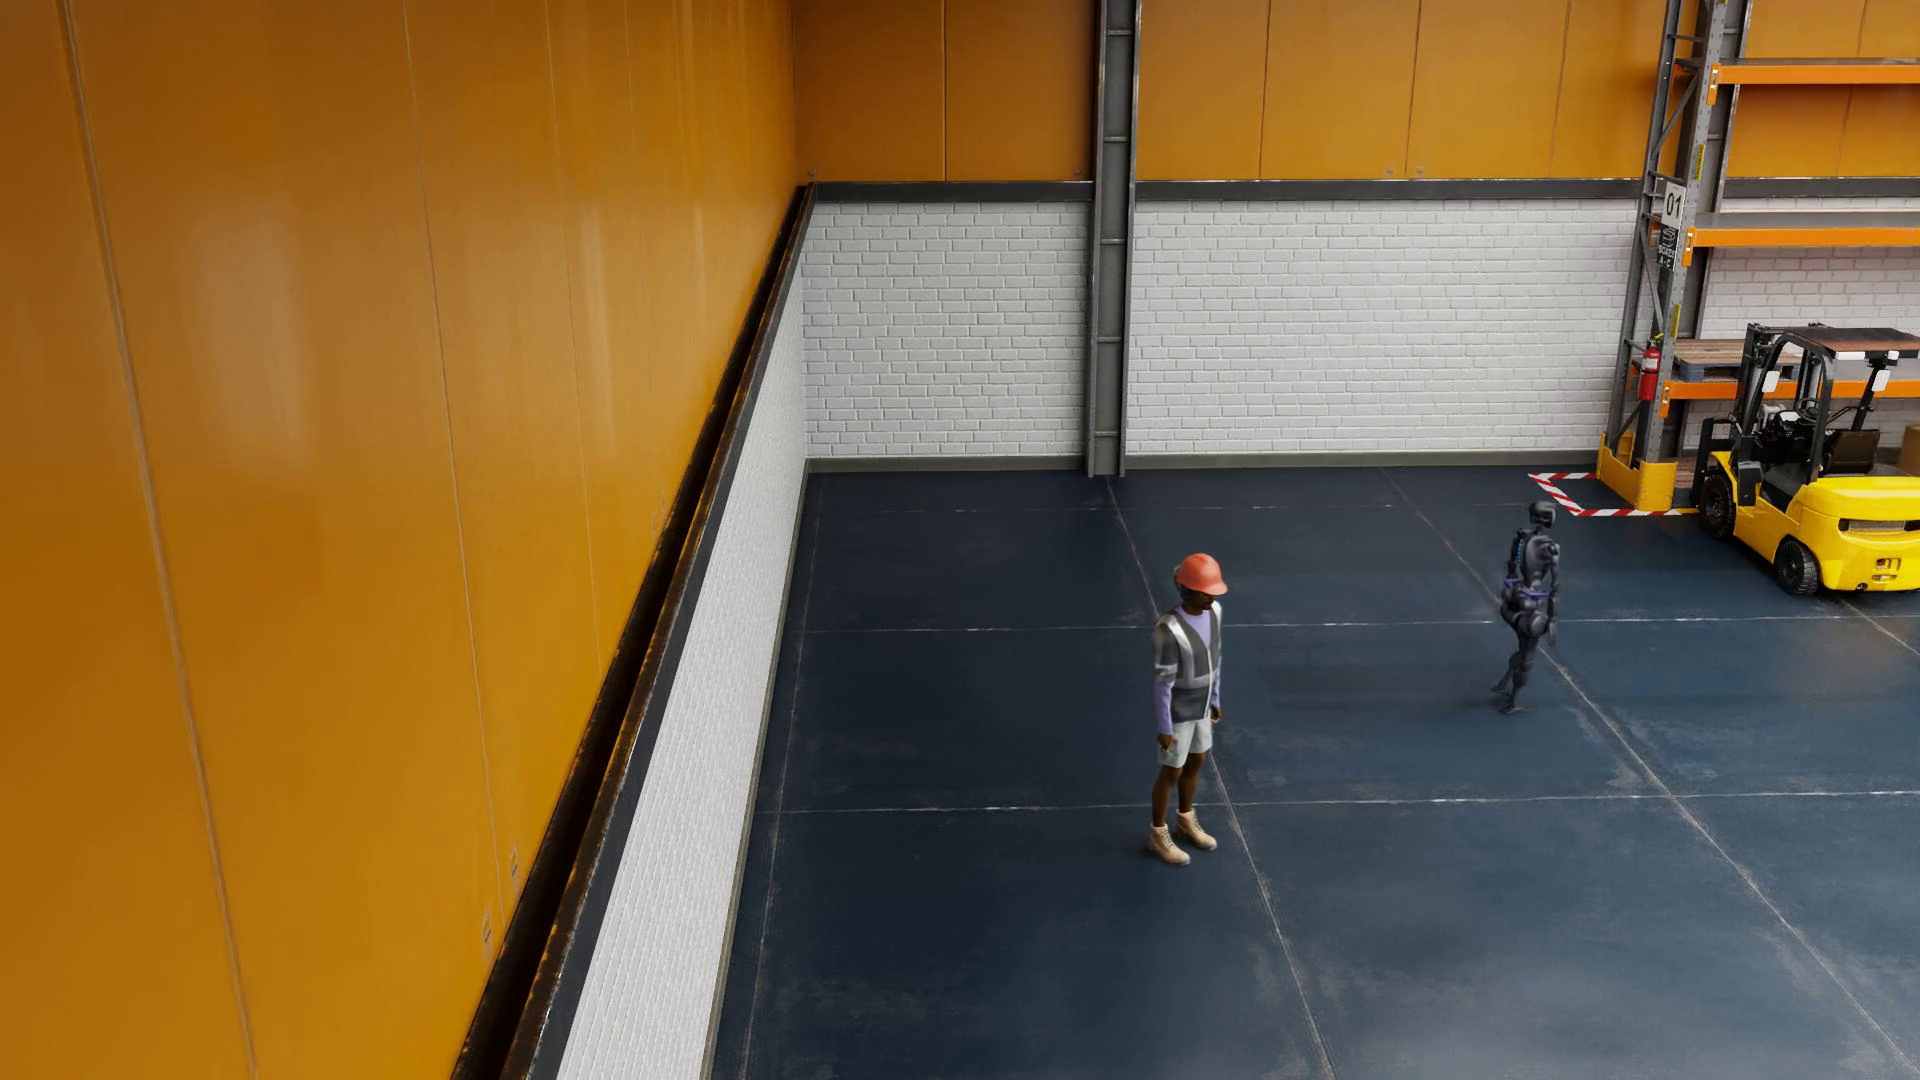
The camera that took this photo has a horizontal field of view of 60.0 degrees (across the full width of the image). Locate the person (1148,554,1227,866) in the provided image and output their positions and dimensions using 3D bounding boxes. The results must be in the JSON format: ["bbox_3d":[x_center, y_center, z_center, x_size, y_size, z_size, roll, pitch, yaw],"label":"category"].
[{"bbox_3d":[1.421,1.033,10.219,0.401,2.035,0.598,17,26,39],"label":"person"}]

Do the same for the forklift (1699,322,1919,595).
[{"bbox_3d":[7.809,-0.792,14.926,1.214,2.155,2.313,-1,20,-2],"label":"forklift"}]

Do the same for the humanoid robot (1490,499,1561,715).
[{"bbox_3d":[4.178,0.488,12.192,0.334,1.643,0.609,-7,21,-18],"label":"humanoid robot"}]
